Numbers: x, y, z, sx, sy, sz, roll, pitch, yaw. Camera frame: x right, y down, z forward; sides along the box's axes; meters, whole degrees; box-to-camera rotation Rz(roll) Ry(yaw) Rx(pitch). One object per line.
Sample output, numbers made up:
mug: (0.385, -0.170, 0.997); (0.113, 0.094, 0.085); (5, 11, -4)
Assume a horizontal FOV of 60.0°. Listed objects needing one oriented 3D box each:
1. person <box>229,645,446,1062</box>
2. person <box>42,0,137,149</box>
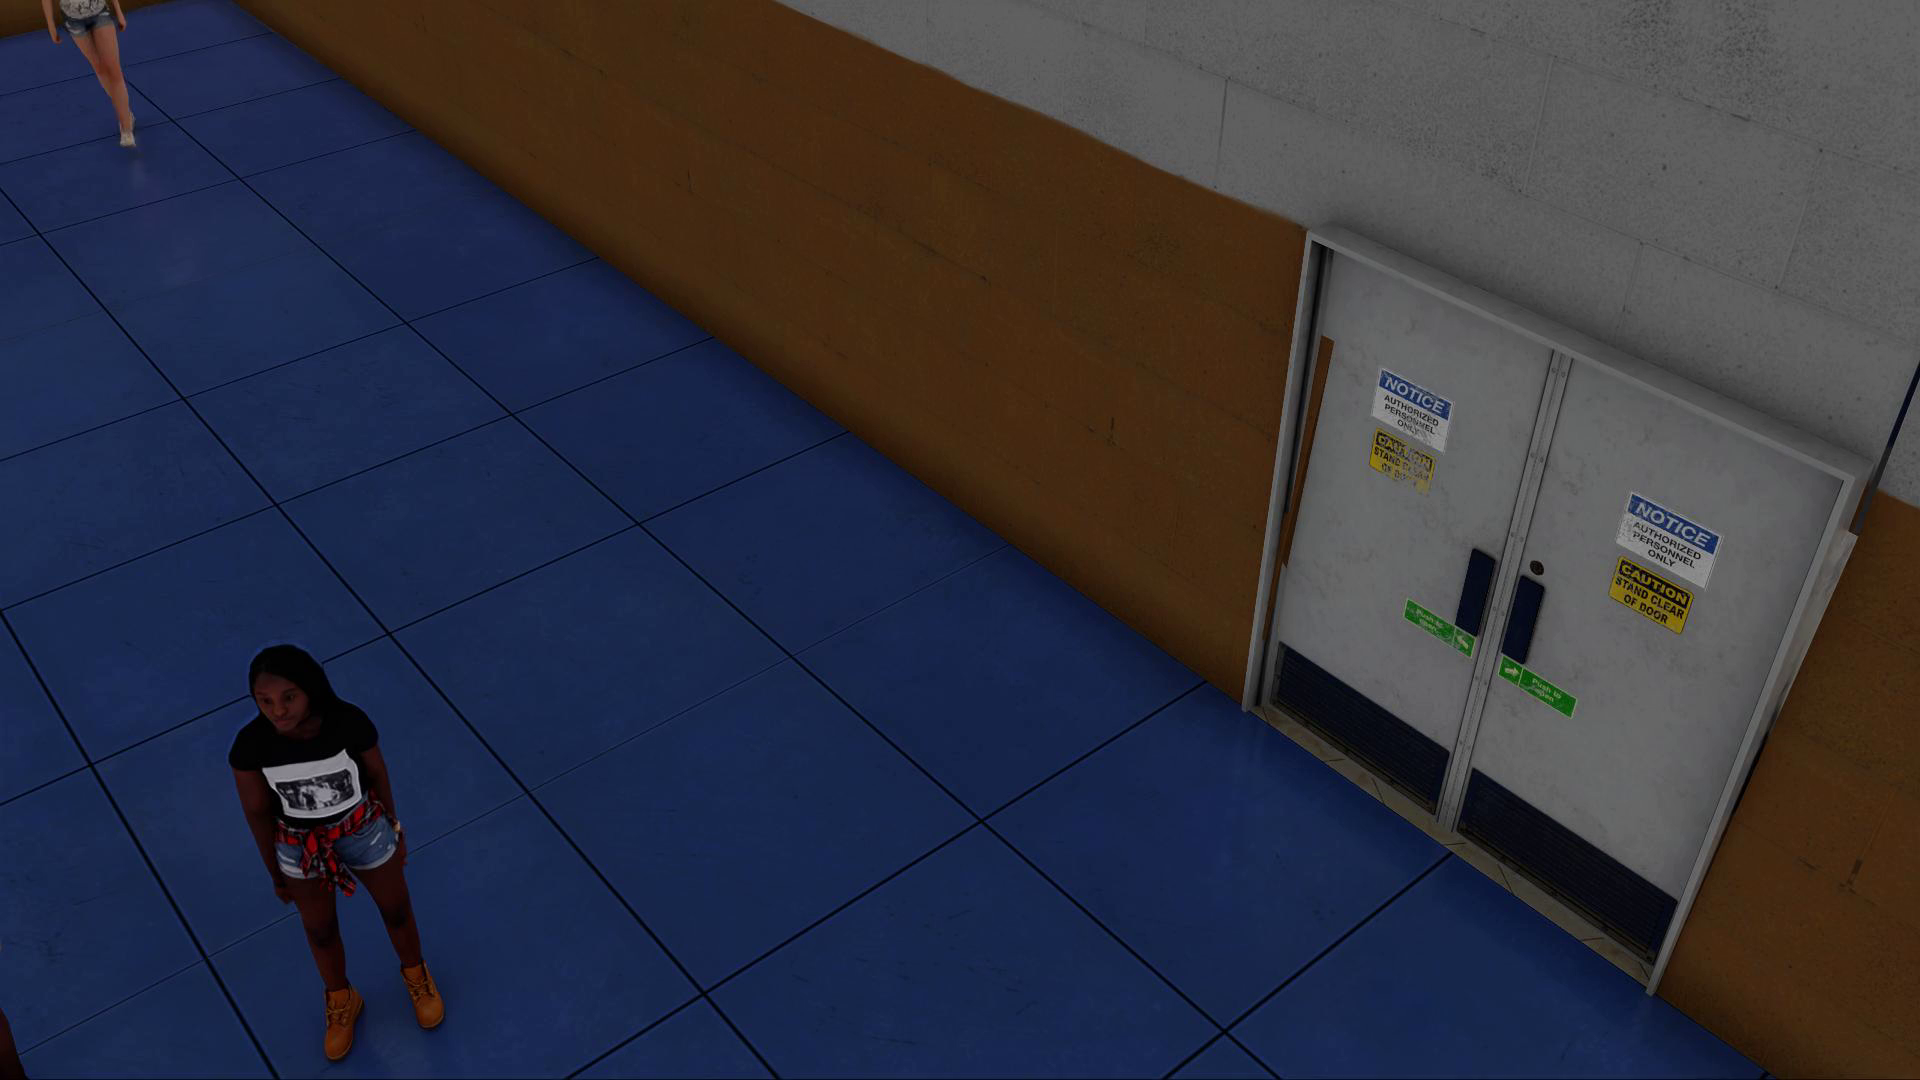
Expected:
person: (-2.050, 1.016, 5.480); (0.640, 1.727, 0.749); (-13, 39, -17)
person: (-6.137, -3.687, 11.740); (1.056, 1.734, 0.944); (-10, 38, -13)
